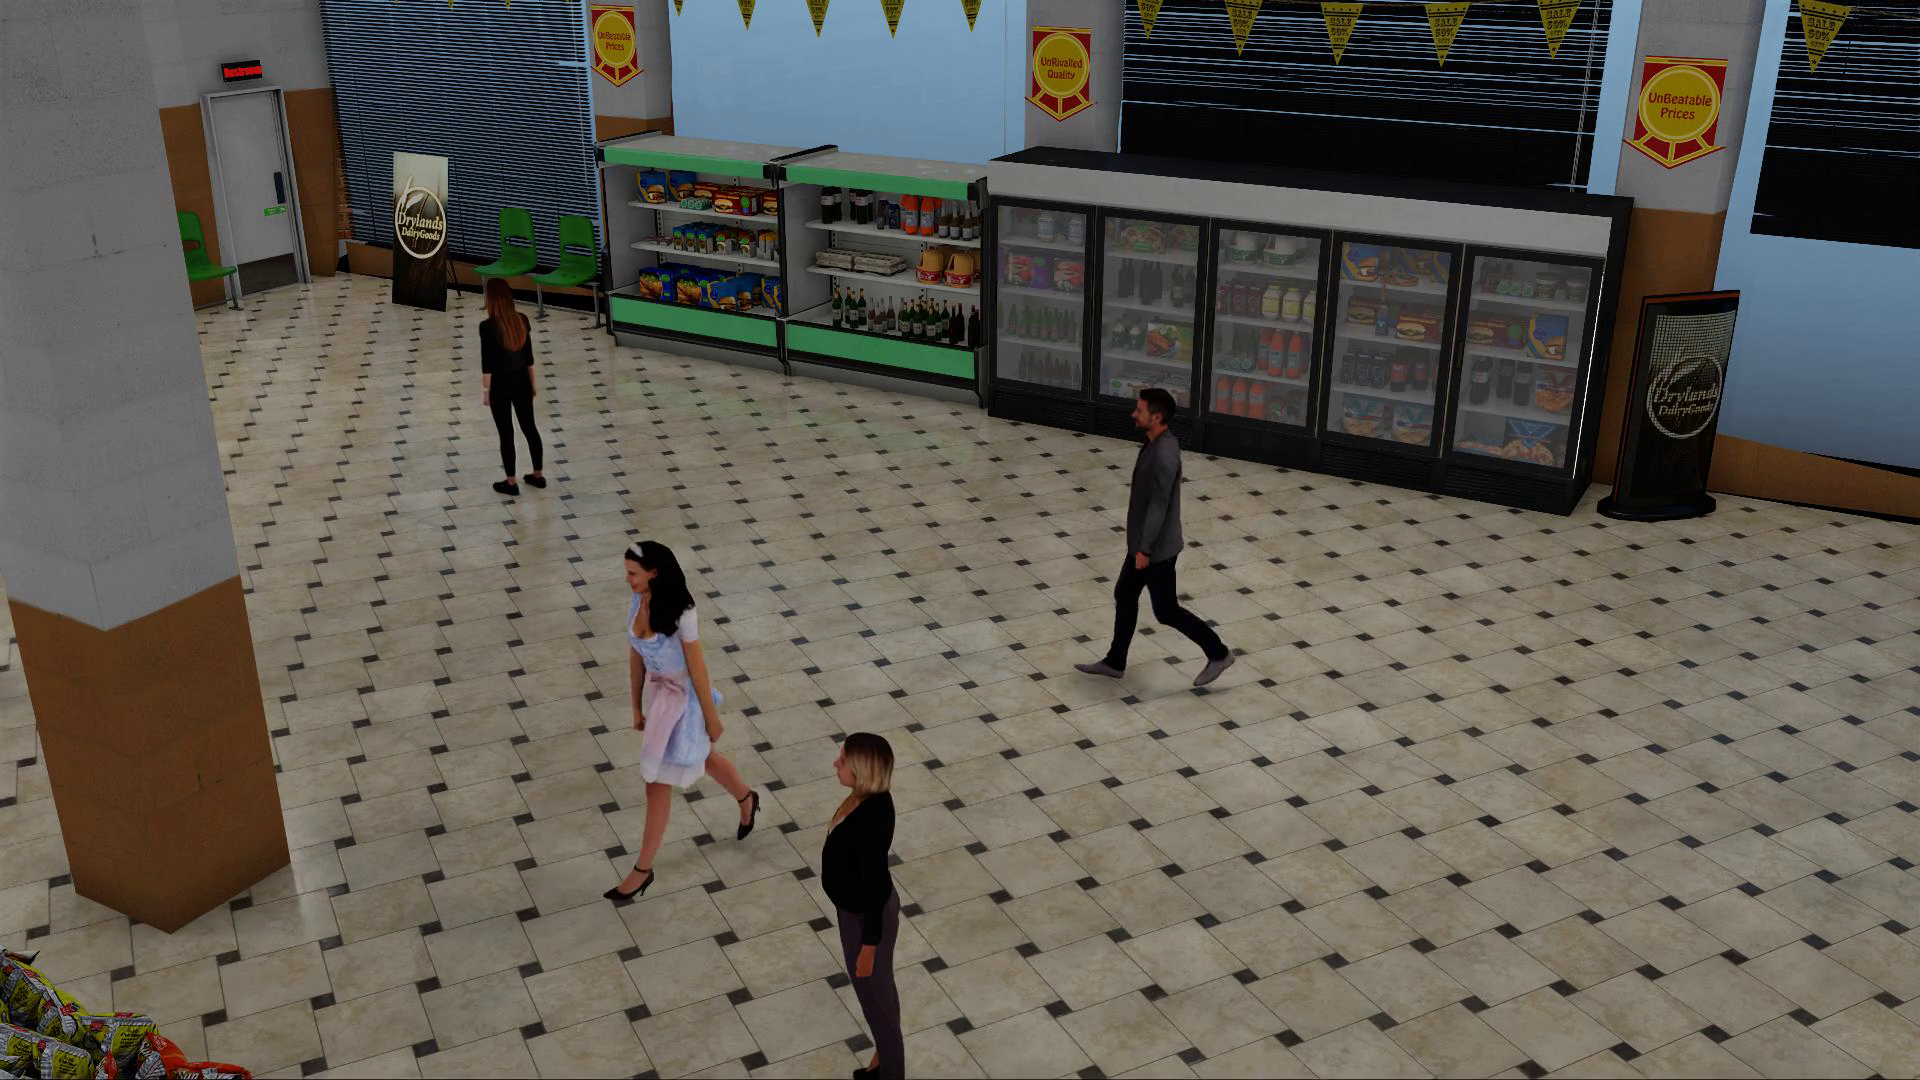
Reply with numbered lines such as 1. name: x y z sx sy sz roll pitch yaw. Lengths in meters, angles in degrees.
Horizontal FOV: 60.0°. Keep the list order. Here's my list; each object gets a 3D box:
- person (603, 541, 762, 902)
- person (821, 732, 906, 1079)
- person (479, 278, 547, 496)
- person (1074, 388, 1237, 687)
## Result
1. person: -1.265 0.815 7.930 1.227 1.754 0.915 17 27 36
2. person: -0.331 1.486 6.372 0.709 1.671 0.688 -1 22 -3
3. person: -3.513 -1.206 13.022 0.650 1.708 0.616 -20 29 -40
4. person: 1.229 0.031 9.764 1.293 1.841 1.083 0 22 -1
